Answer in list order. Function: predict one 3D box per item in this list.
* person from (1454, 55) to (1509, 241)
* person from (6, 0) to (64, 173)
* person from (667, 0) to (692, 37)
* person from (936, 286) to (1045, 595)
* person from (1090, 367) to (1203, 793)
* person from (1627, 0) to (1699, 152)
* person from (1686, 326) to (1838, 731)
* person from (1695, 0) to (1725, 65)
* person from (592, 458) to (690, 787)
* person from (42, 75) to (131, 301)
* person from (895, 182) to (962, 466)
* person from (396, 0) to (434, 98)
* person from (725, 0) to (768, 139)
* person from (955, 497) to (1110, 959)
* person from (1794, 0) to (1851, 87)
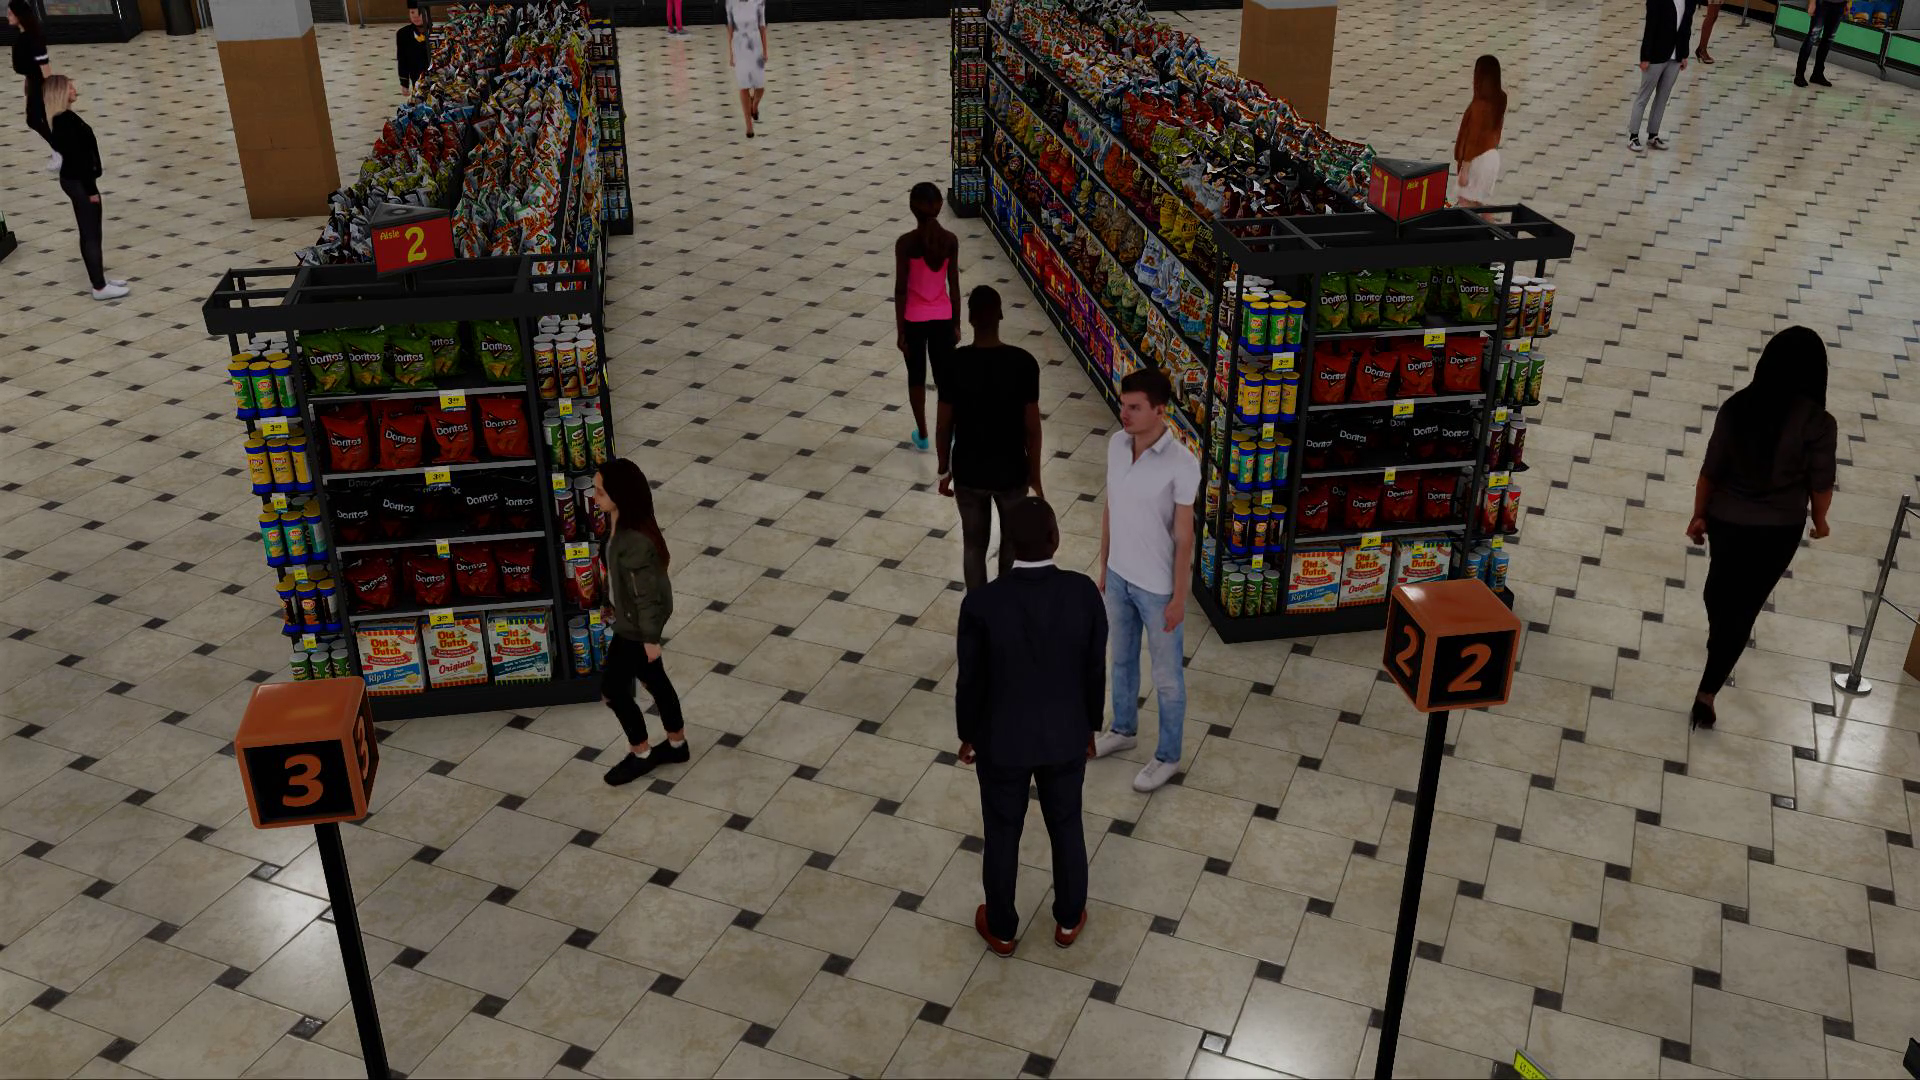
[{"bbox_3d":[4.185,-2.953,13.173,0.837,1.713,0.922,-23,35,-38],"label":"person"},{"bbox_3d":[-8.803,-4.382,16.087,0.763,1.626,0.662,-18,32,-32],"label":"person"},{"bbox_3d":[-3.936,-7.590,22.806,0.585,1.270,0.645,17,32,31],"label":"person"},{"bbox_3d":[0.133,-0.283,7.821,0.735,1.792,0.696,1,27,3],"label":"person"},{"bbox_3d":[0.778,0.155,6.894,0.777,1.851,0.647,-21,33,-35],"label":"person"},{"bbox_3d":[7.123,-4.950,16.850,0.718,1.950,0.602,-7,28,-13],"label":"person"},{"bbox_3d":[3.404,0.000,7.245,1.064,1.808,1.107,-22,34,-36],"label":"person"},{"bbox_3d":[9.550,-6.948,20.965,0.738,1.792,0.648,11,29,20],"label":"person"},{"bbox_3d":[-1.276,0.328,6.980,0.675,1.462,0.544,-6,28,-12],"label":"person"},{"bbox_3d":[-6.702,-2.677,12.659,0.744,1.687,0.613,-17,32,-31],"label":"person"},{"bbox_3d":[-0.176,-1.225,9.779,0.571,1.702,0.983,-6,28,-12],"label":"person"},{"bbox_3d":[-5.078,-4.345,15.965,0.710,1.671,0.629,-3,27,-5],"label":"person"},{"bbox_3d":[-2.243,-5.132,17.446,0.576,1.736,0.774,-6,27,-11],"label":"person"},{"bbox_3d":[0.256,0.690,5.867,0.704,1.824,0.632,-2,27,-4],"label":"person"},{"bbox_3d":[10.288,-6.368,19.697,0.706,1.903,0.583,-6,28,-12],"label":"person"}]
